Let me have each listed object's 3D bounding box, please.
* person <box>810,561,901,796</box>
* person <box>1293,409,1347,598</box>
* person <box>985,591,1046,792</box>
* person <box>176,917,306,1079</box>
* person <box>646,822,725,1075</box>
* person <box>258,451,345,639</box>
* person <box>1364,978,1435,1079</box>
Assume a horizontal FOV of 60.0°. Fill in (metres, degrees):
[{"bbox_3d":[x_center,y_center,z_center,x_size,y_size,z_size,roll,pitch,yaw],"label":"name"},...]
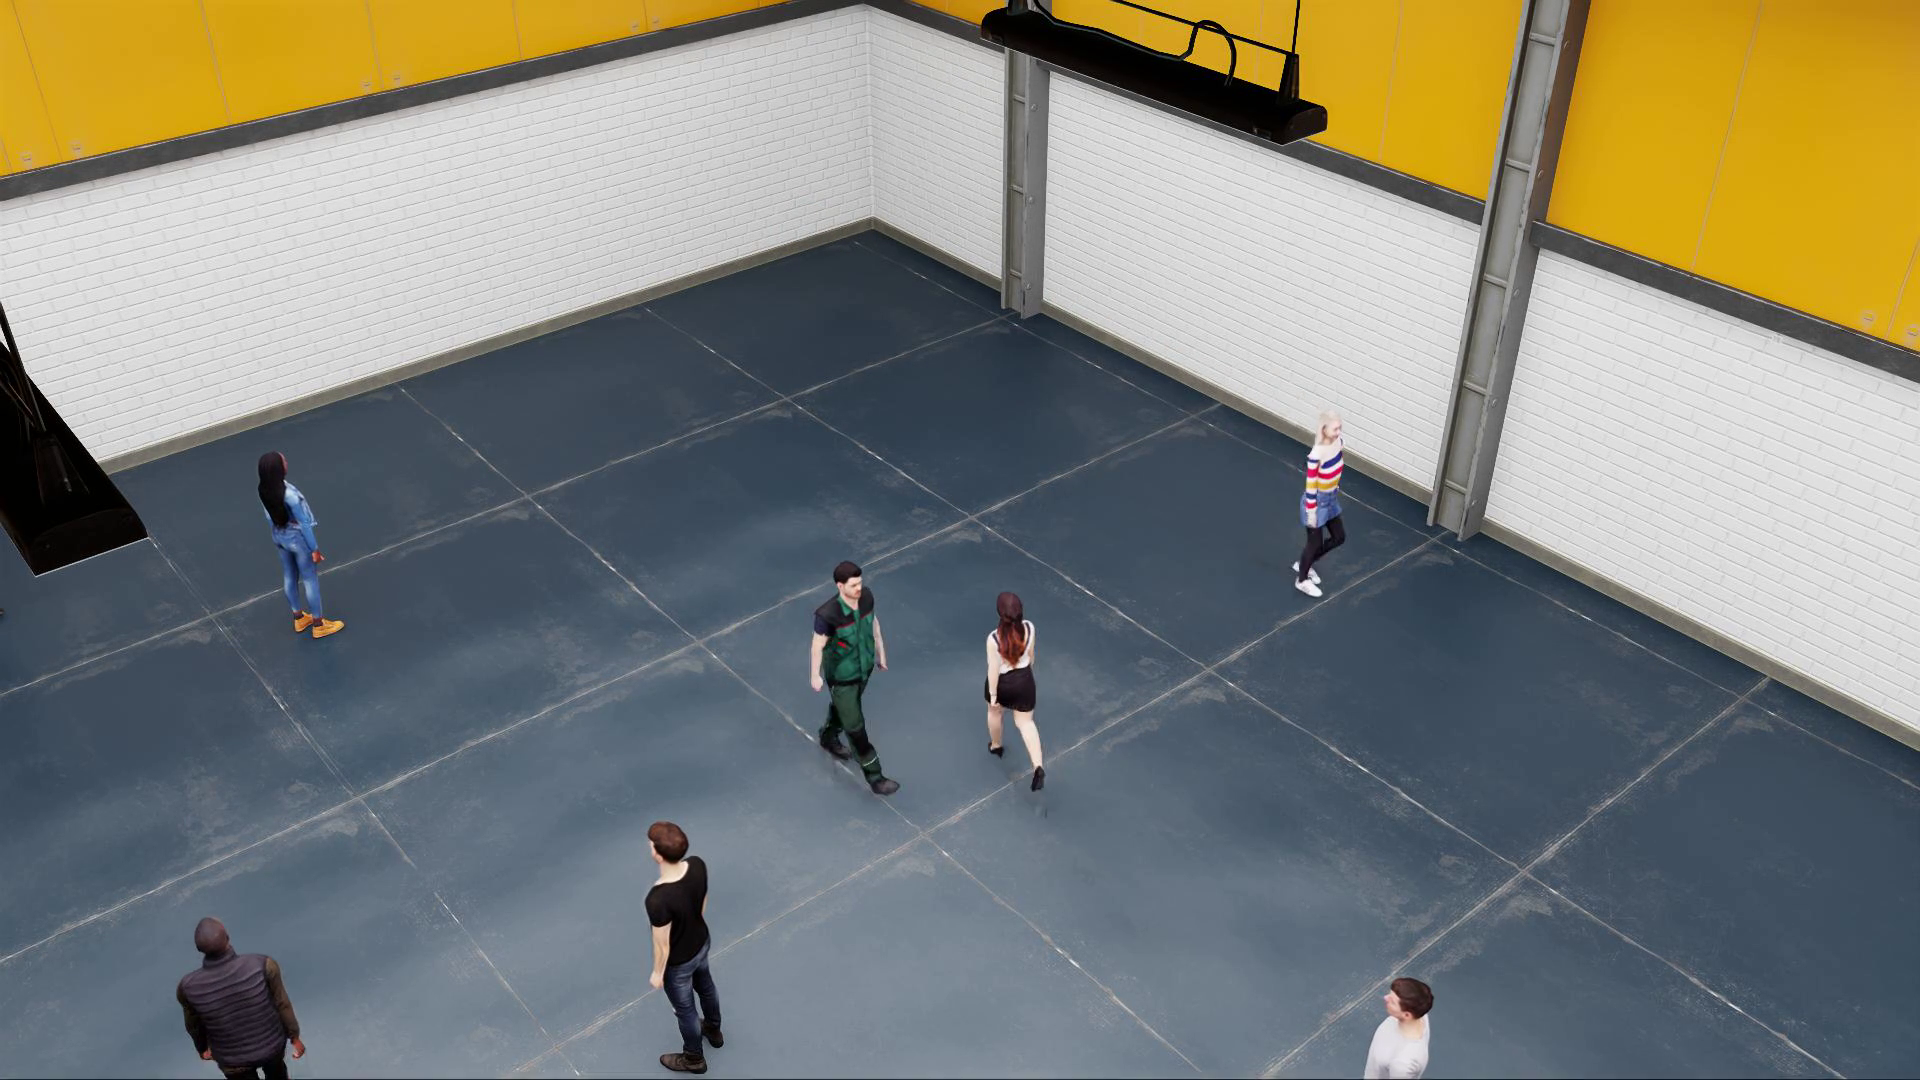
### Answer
[{"bbox_3d":[-0.882,0.926,12.138,1.227,1.848,0.857,25,41,33],"label":"person"},{"bbox_3d":[2.987,-0.342,14.090,0.657,1.798,0.687,27,42,35],"label":"person"},{"bbox_3d":[0.414,1.109,12.066,0.751,1.623,1.096,-15,36,-21],"label":"person"},{"bbox_3d":[-3.932,2.901,9.229,0.917,1.779,1.294,-14,36,-20],"label":"person"},{"bbox_3d":[-1.635,2.415,9.855,0.730,1.897,0.747,15,36,21],"label":"person"},{"bbox_3d":[-5.456,0.028,13.612,0.575,1.712,0.736,18,38,25],"label":"person"},{"bbox_3d":[2.328,3.028,8.976,0.715,1.847,0.705,10,35,15],"label":"person"}]
